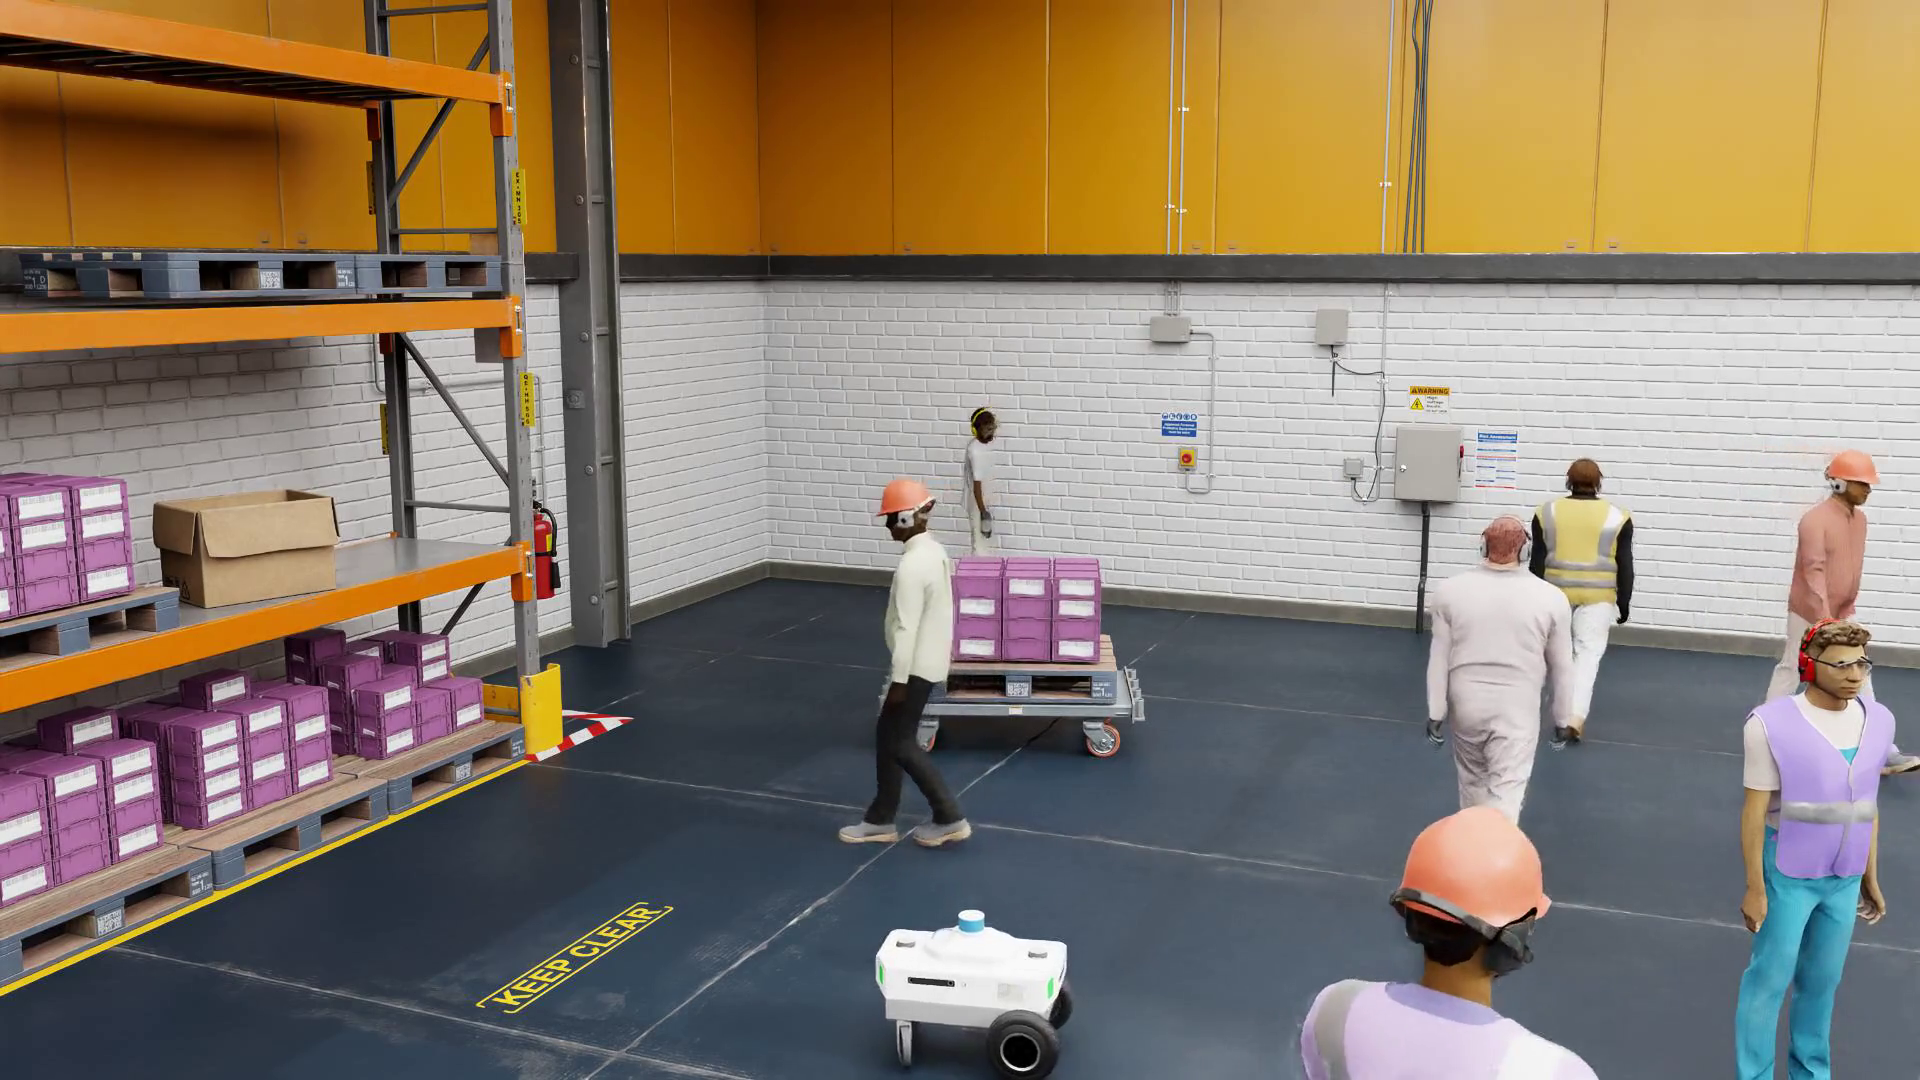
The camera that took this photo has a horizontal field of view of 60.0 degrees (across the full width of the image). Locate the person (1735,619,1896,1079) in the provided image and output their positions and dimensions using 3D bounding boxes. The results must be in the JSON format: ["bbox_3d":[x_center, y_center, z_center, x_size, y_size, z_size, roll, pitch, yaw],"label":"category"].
[{"bbox_3d":[2.951,1.169,5.788,0.564,1.846,0.390,-3,10,-17],"label":"person"}]

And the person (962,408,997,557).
[{"bbox_3d":[0.169,-0.241,14.417,0.342,1.831,0.655,1,9,4],"label":"person"}]

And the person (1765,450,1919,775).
[{"bbox_3d":[5.259,0.444,9.895,0.619,1.940,1.009,-5,10,-26],"label":"person"}]

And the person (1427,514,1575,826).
[{"bbox_3d":[2.568,0.809,7.951,0.660,1.862,0.988,5,10,26],"label":"person"}]

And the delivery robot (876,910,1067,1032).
[{"bbox_3d":[0.043,1.667,6.389,0.707,0.478,0.477,2,9,11],"label":"delivery robot"}]

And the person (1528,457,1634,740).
[{"bbox_3d":[4.013,0.364,10.787,0.629,1.807,0.937,5,11,28],"label":"person"}]

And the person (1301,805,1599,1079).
[{"bbox_3d":[0.956,1.502,3.215,0.478,2.026,0.646,-9,13,-43],"label":"person"}]

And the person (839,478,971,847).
[{"bbox_3d":[-0.292,0.642,8.669,0.685,1.946,0.679,2,10,10],"label":"person"}]
